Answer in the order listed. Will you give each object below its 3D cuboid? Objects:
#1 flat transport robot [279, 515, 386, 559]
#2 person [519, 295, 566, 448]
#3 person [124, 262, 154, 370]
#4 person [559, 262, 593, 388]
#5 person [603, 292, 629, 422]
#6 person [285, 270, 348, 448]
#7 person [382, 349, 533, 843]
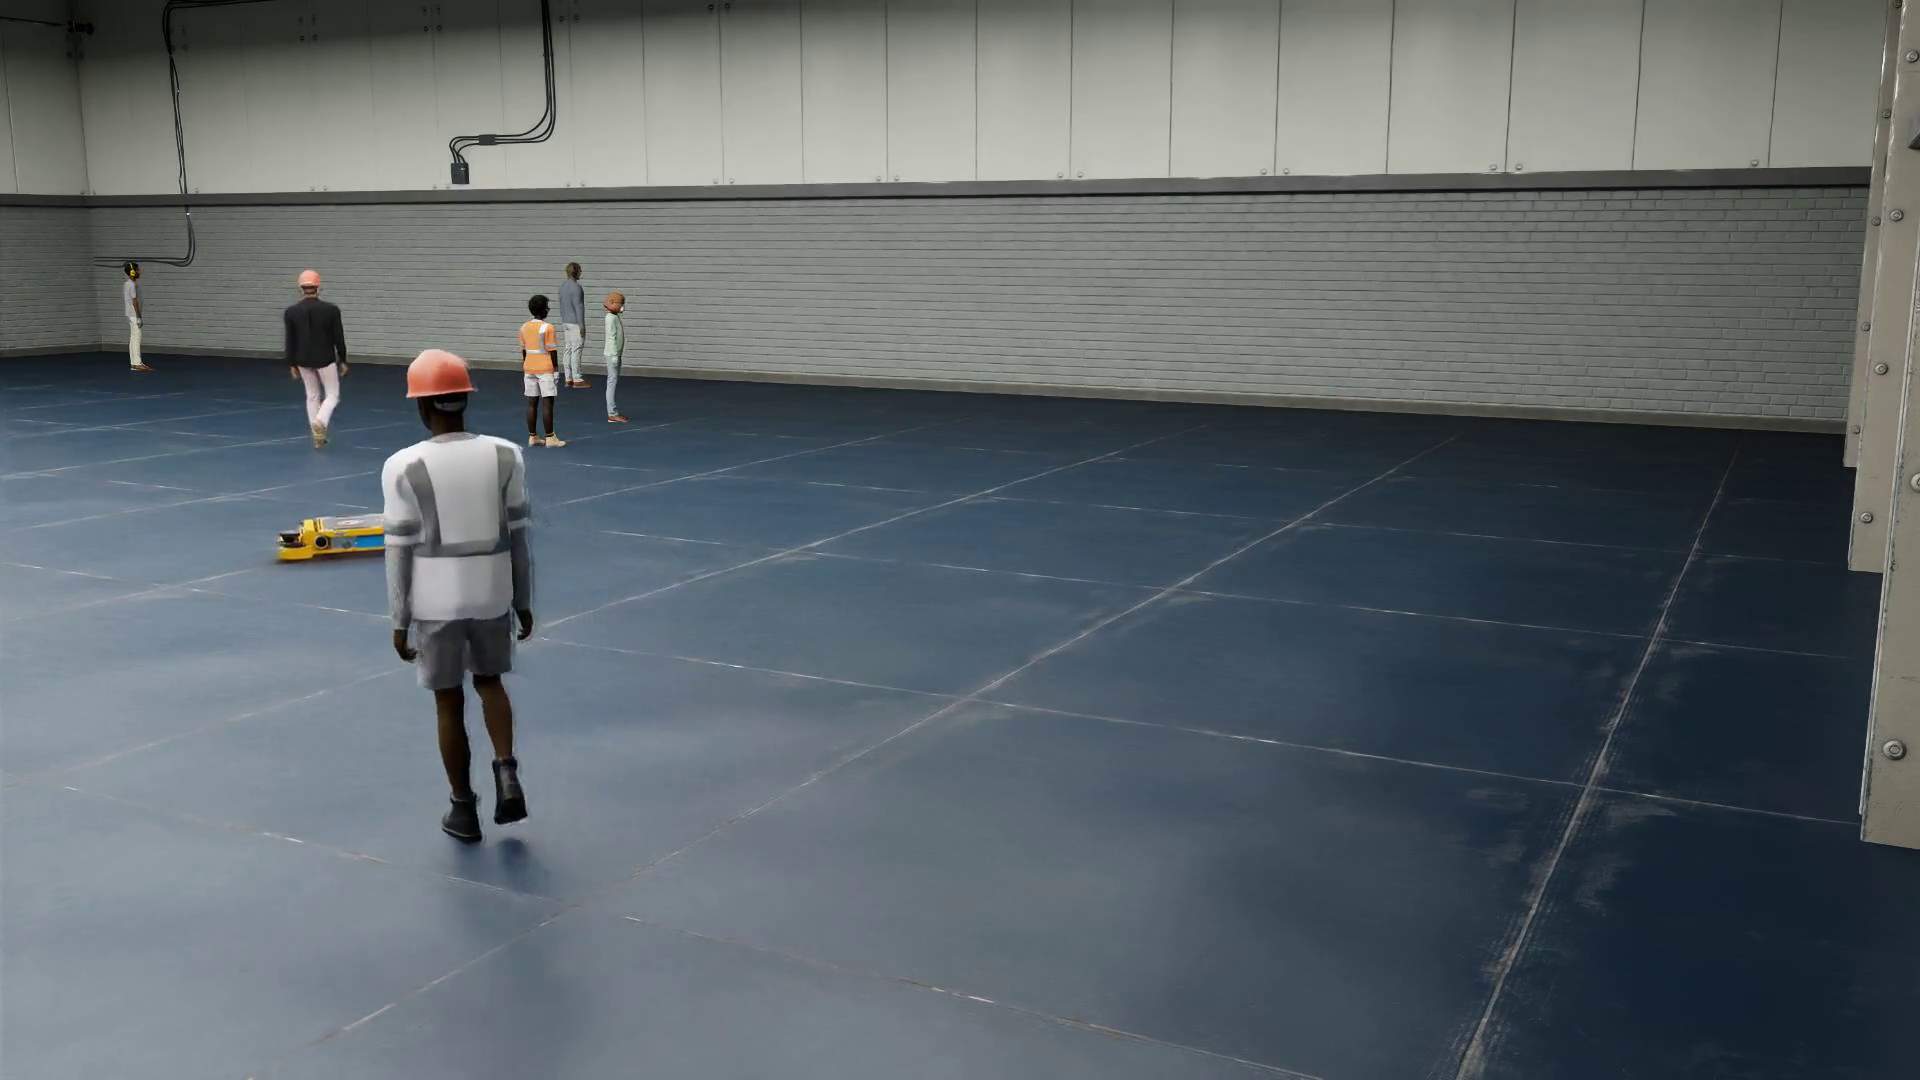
[{"bbox_3d":[-4.332,-0.055,12.471,1.431,0.197,0.652,-4,11,-22],"label":"flat transport robot"},{"bbox_3d":[-4.646,-1.867,18.464,0.536,1.696,0.318,6,12,32],"label":"person"},{"bbox_3d":[-14.409,-3.905,29.090,0.328,1.876,0.515,-8,13,-38],"label":"person"},{"bbox_3d":[-5.968,-3.323,25.744,0.357,1.938,0.637,-8,13,-37],"label":"person"},{"bbox_3d":[-4.361,-2.311,21.054,0.279,1.633,0.497,-1,10,-6],"label":"person"},{"bbox_3d":[-7.071,-1.967,18.244,0.630,1.978,0.658,0,10,-2],"label":"person"},{"bbox_3d":[-1.923,0.231,6.405,0.562,1.922,0.453,-7,13,-34],"label":"person"}]
